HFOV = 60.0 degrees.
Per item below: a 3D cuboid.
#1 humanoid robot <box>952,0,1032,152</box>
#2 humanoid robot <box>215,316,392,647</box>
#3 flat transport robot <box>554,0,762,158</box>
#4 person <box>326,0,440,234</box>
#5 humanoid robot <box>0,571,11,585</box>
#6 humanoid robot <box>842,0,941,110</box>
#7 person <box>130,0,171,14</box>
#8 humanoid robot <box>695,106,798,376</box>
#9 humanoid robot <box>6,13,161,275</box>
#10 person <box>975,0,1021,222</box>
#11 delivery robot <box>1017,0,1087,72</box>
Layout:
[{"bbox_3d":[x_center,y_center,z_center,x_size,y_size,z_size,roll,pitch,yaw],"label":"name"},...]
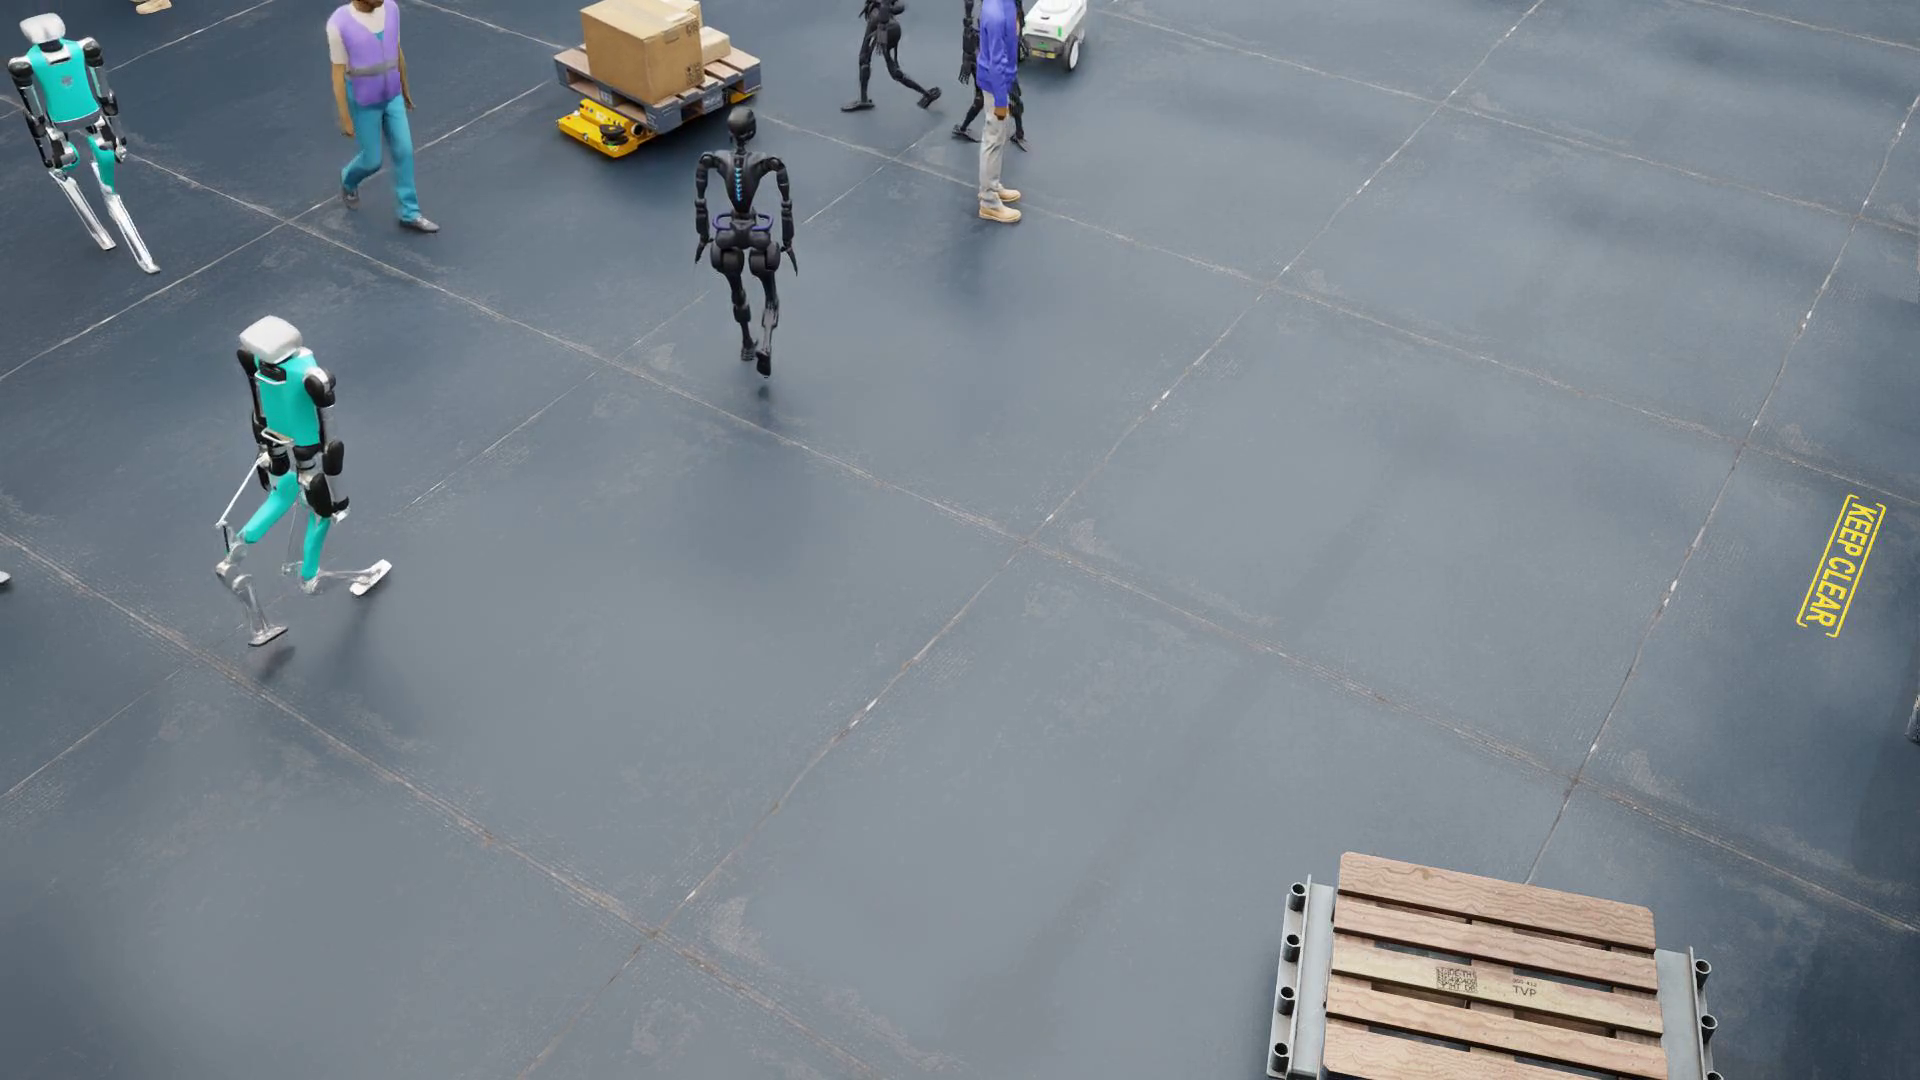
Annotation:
[{"bbox_3d":[0.217,-3.503,11.673,0.614,1.625,0.615,-32,51,-31],"label":"humanoid robot"},{"bbox_3d":[-3.257,-0.140,7.883,0.553,1.771,1.056,20,46,21],"label":"humanoid robot"},{"bbox_3d":[-2.249,-3.300,12.472,0.659,0.231,1.431,31,50,30],"label":"flat transport robot"},{"bbox_3d":[-3.861,-2.888,10.855,0.706,1.802,0.660,22,46,23],"label":"person"},{"bbox_3d":[-5.372,-0.511,8.256,0.878,1.774,0.549,23,46,23],"label":"humanoid robot"},{"bbox_3d":[-0.511,-3.847,12.071,0.733,1.638,0.600,-10,43,-11],"label":"humanoid robot"},{"bbox_3d":[-6.794,-5.148,13.430,0.320,1.748,0.483,-20,45,-21],"label":"person"},{"bbox_3d":[-1.260,-1.696,9.632,0.608,1.642,0.536,0,42,0],"label":"humanoid robot"},{"bbox_3d":[-5.591,-2.539,10.512,0.532,1.740,0.948,-31,50,-30],"label":"humanoid robot"},{"bbox_3d":[0.284,-3.002,10.938,0.359,1.871,0.463,3,42,3],"label":"person"},{"bbox_3d":[0.743,-4.071,13.119,0.499,0.593,0.789,14,44,15],"label":"delivery robot"}]
